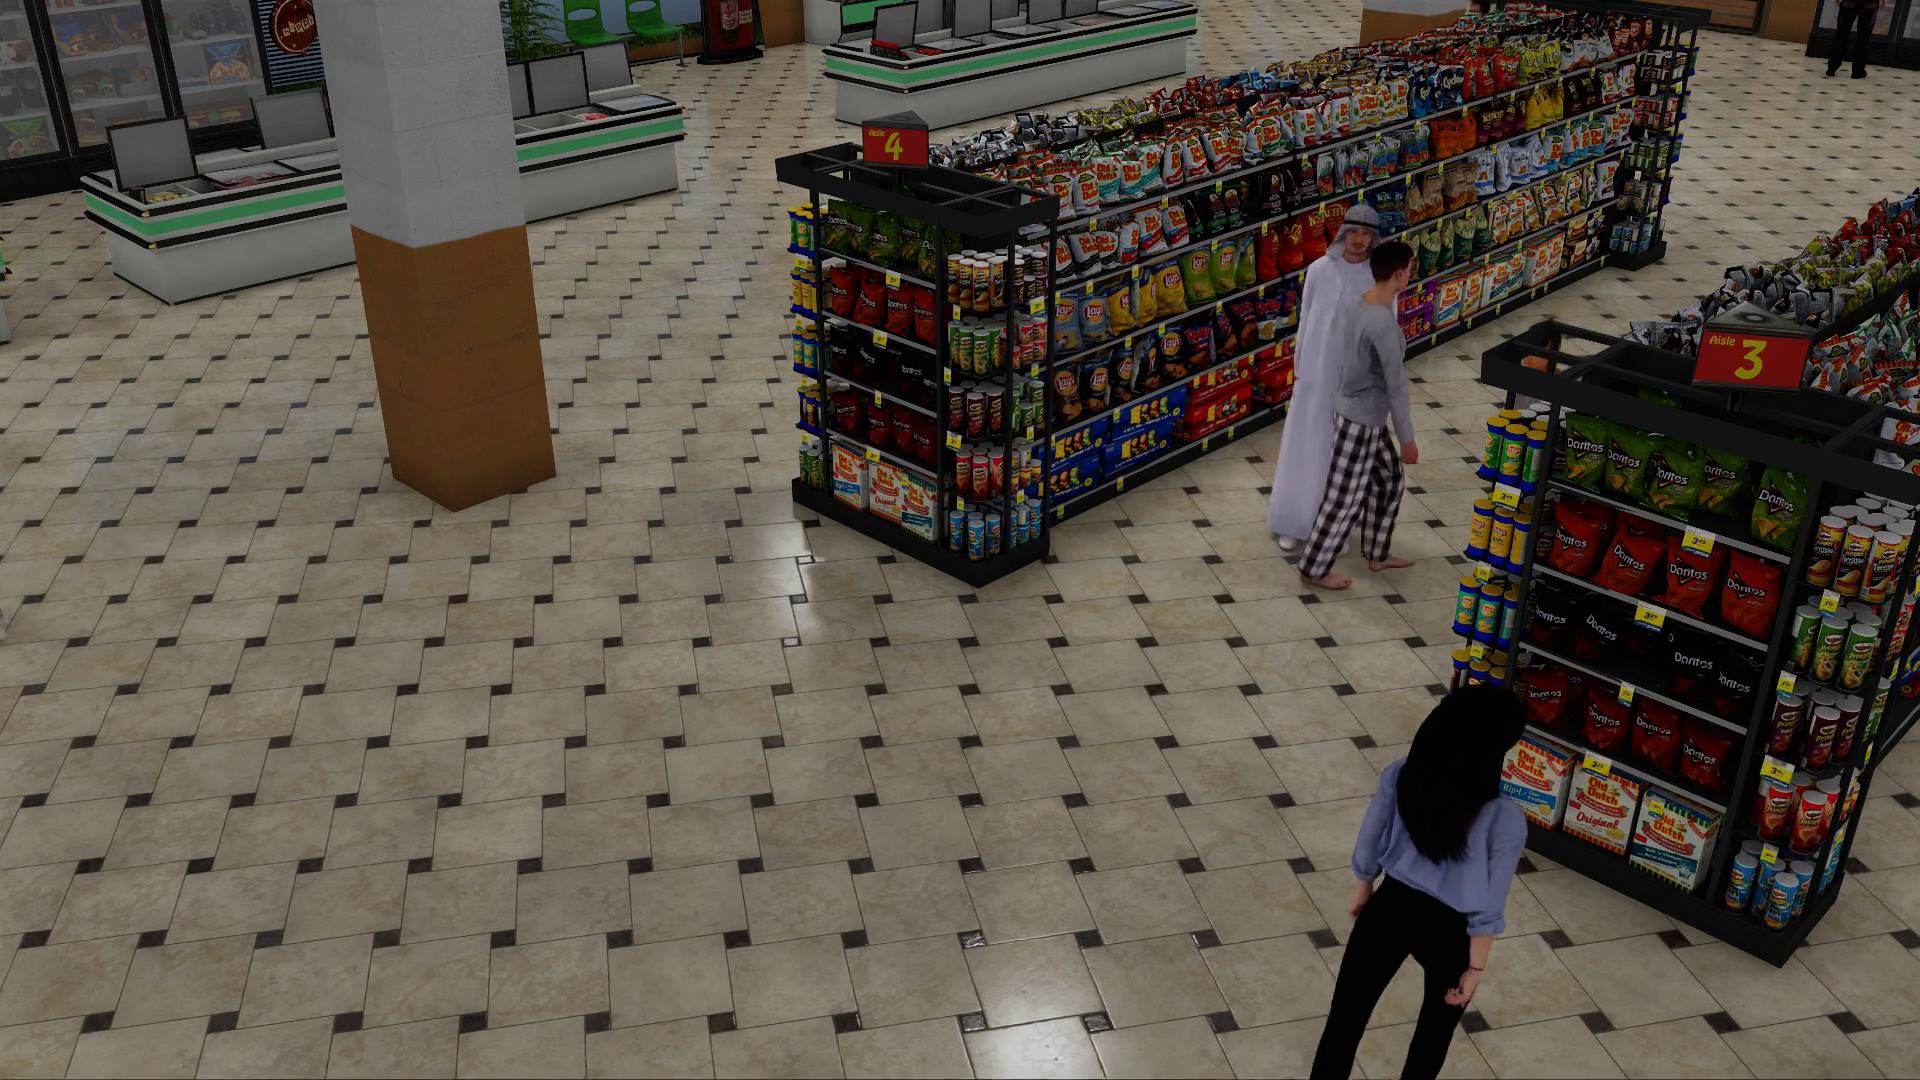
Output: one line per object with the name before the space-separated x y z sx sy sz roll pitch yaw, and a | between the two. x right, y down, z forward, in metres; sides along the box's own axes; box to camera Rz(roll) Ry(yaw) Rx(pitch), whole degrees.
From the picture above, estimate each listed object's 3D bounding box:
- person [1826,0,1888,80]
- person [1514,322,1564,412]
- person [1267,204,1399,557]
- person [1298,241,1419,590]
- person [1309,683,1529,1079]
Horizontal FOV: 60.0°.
person | 10.915 -6.559 20.138 0.773 1.846 0.660 17 31 30
person | 3.020 -0.504 8.665 0.699 1.424 1.056 15 30 27
person | 2.005 -0.839 8.781 0.831 1.916 0.817 10 28 18
person | 1.951 -0.602 8.410 1.048 1.830 0.991 2 27 5
person | 1.324 1.221 4.941 0.727 1.715 0.903 15 31 27
